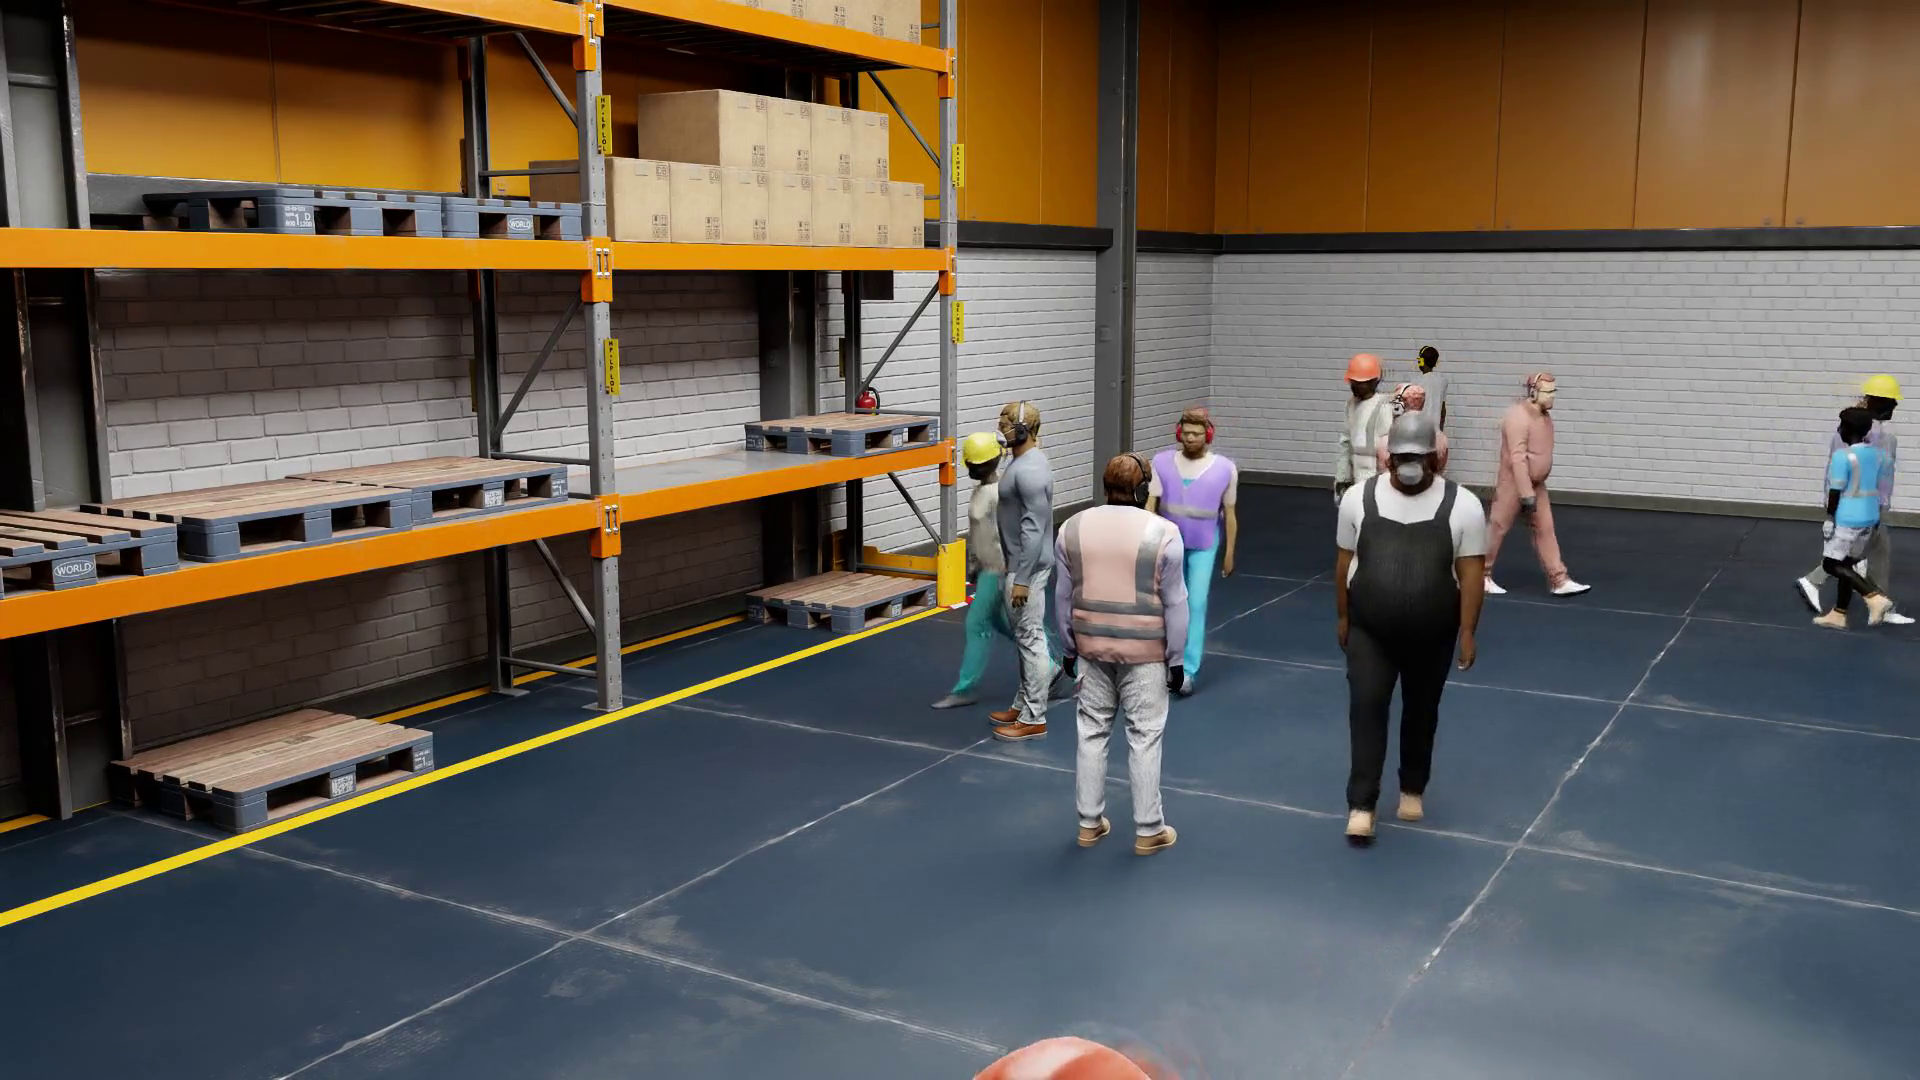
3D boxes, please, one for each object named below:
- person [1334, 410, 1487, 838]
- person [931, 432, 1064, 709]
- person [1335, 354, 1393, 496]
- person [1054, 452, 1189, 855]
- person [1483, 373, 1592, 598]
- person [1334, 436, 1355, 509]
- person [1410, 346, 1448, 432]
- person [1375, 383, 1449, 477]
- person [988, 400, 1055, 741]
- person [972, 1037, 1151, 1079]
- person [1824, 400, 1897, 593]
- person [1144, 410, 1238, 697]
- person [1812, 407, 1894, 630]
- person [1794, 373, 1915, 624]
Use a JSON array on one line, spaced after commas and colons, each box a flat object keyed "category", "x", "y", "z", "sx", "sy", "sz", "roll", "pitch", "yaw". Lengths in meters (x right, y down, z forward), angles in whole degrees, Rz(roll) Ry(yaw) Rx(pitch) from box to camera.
[{"category": "person", "x": 2.082, "y": 0.390, "z": 7.789, "sx": 0.700, "sy": 2.000, "sz": 0.909, "roll": 3, "pitch": 10, "yaw": 17}, {"category": "person", "x": 0.255, "y": 0.182, "z": 10.129, "sx": 0.829, "sy": 1.715, "sz": 0.548, "roll": -2, "pitch": 9, "yaw": -14}, {"category": "person", "x": 3.289, "y": -0.502, "z": 13.461, "sx": 0.561, "sy": 2.002, "sz": 0.733, "roll": -3, "pitch": 9, "yaw": -16}, {"category": "person", "x": 0.751, "y": 0.514, "z": 7.631, "sx": 0.629, "sy": 1.842, "sz": 0.429, "roll": 5, "pitch": 10, "yaw": 27}, {"category": "person", "x": 4.649, "y": -0.432, "z": 13.508, "sx": 0.646, "sy": 1.844, "sz": 1.007, "roll": -9, "pitch": 13, "yaw": -44}, {"category": "person", "x": 3.383, "y": -0.373, "z": 13.863, "sx": 0.533, "sy": 1.601, "sz": 0.729, "roll": 3, "pitch": 10, "yaw": 17}, {"category": "person", "x": 5.031, "y": -1.163, "z": 18.015, "sx": 0.514, "sy": 1.872, "sz": 0.328, "roll": -5, "pitch": 10, "yaw": -26}, {"category": "person", "x": 3.020, "y": -0.115, "z": 11.357, "sx": 0.643, "sy": 1.909, "sz": 0.410, "roll": -7, "pitch": 12, "yaw": -38}, {"category": "person", "x": 0.355, "y": 0.172, "z": 9.467, "sx": 0.372, "sy": 1.940, "sz": 0.627, "roll": 0, "pitch": 9, "yaw": -1}, {"category": "person", "x": 0.069, "y": 1.433, "z": 1.741, "sx": 0.570, "sy": 1.883, "sz": 0.986, "roll": 8, "pitch": 12, "yaw": 41}, {"category": "person", "x": 7.601, "y": -0.397, "z": 14.066, "sx": 0.510, "sy": 1.600, "sz": 0.800, "roll": 5, "pitch": 10, "yaw": 30}, {"category": "person", "x": 1.465, "y": 0.058, "z": 10.643, "sx": 0.587, "sy": 1.791, "sz": 0.989, "roll": 4, "pitch": 10, "yaw": 26}, {"category": "person", "x": 6.592, "y": -0.137, "z": 12.189, "sx": 0.535, "sy": 1.675, "sz": 0.557, "roll": -6, "pitch": 11, "yaw": -33}, {"category": "person", "x": 6.882, "y": -0.322, "z": 12.677, "sx": 0.788, "sy": 1.902, "sz": 0.598, "roll": 4, "pitch": 10, "yaw": 25}]
